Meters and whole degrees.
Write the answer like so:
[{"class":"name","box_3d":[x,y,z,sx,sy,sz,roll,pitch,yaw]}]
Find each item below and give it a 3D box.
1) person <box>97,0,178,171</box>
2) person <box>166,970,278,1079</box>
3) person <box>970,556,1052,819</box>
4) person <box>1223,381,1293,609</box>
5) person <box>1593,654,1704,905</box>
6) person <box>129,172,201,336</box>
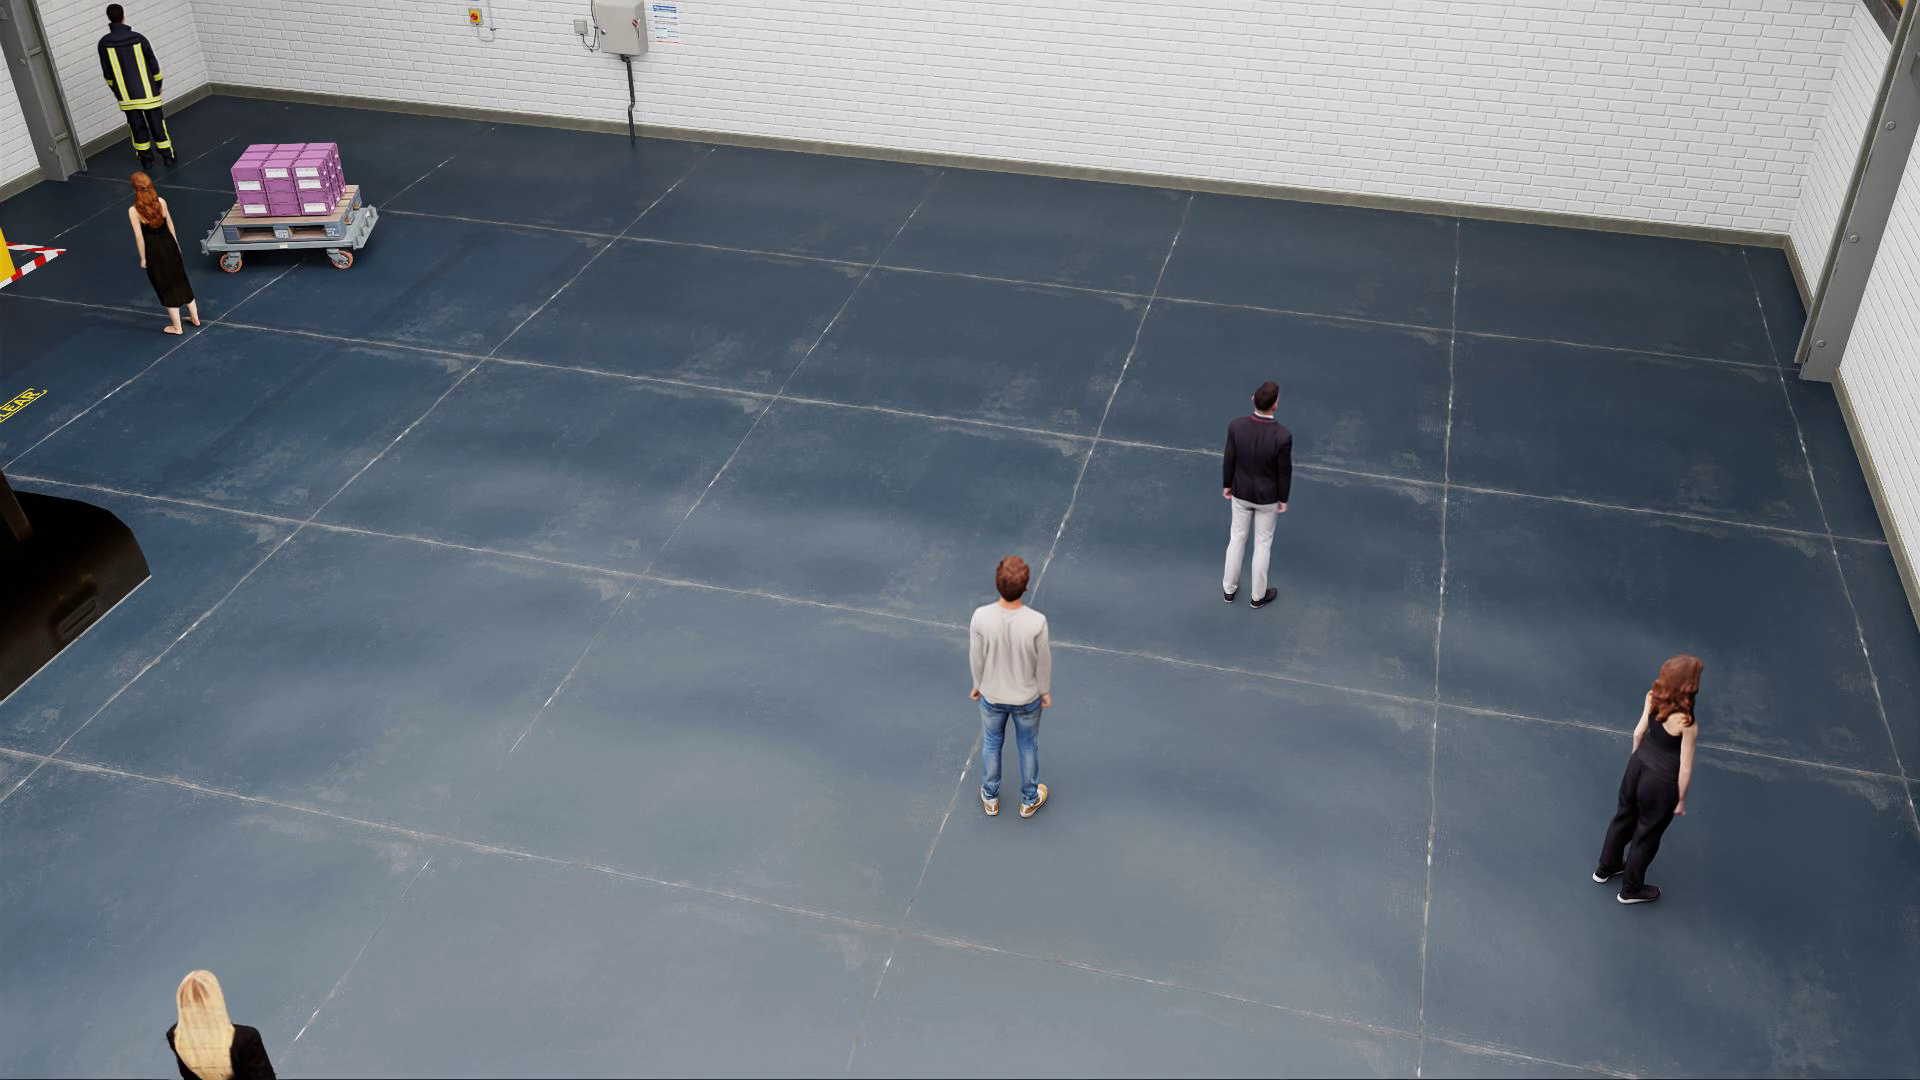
[{"class":"person","box_3d":[-9.729,-5.355,19.631,0.895,1.927,0.910,-11,35,-17]},{"class":"person","box_3d":[-3.283,2.719,7.582,0.780,1.819,0.974,1,34,2]},{"class":"person","box_3d":[0.313,0.924,10.204,0.675,1.905,0.593,6,34,8]},{"class":"person","box_3d":[2.156,-0.331,12.146,0.710,1.844,0.642,17,37,24]},{"class":"person","box_3d":[4.021,1.376,9.665,0.727,1.748,0.644,-13,36,-19]},{"class":"person","box_3d":[-7.684,-2.760,15.999,0.694,1.625,0.592,20,38,27]}]
